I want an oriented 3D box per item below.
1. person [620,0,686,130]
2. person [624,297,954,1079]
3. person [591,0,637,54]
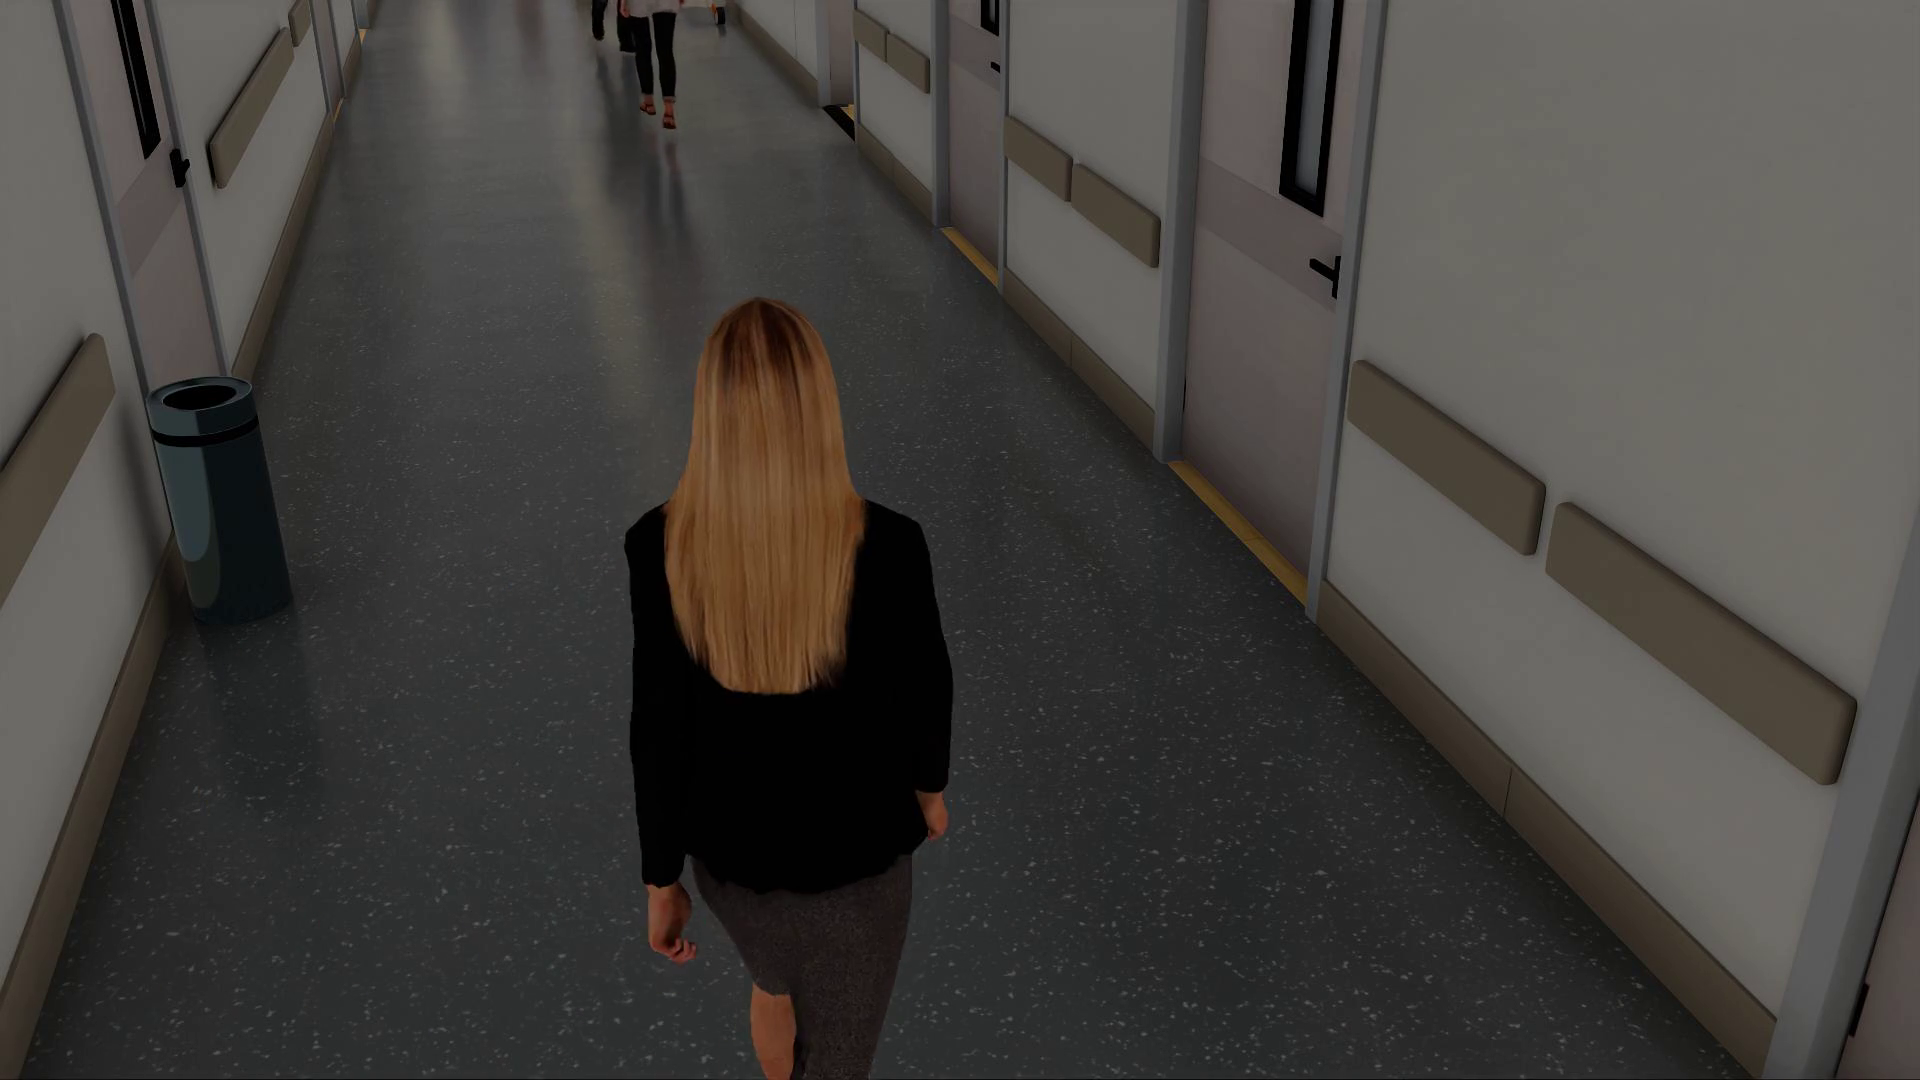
[{"bbox_3d":[-2.081,-3.666,11.295,1.122,1.777,0.703,-8,27,-16],"label":"person"},{"bbox_3d":[-0.252,0.596,2.424,1.006,1.806,0.900,4,26,9],"label":"person"},{"bbox_3d":[-3.039,-5.129,14.316,0.952,1.788,0.899,-15,30,-28],"label":"person"}]
